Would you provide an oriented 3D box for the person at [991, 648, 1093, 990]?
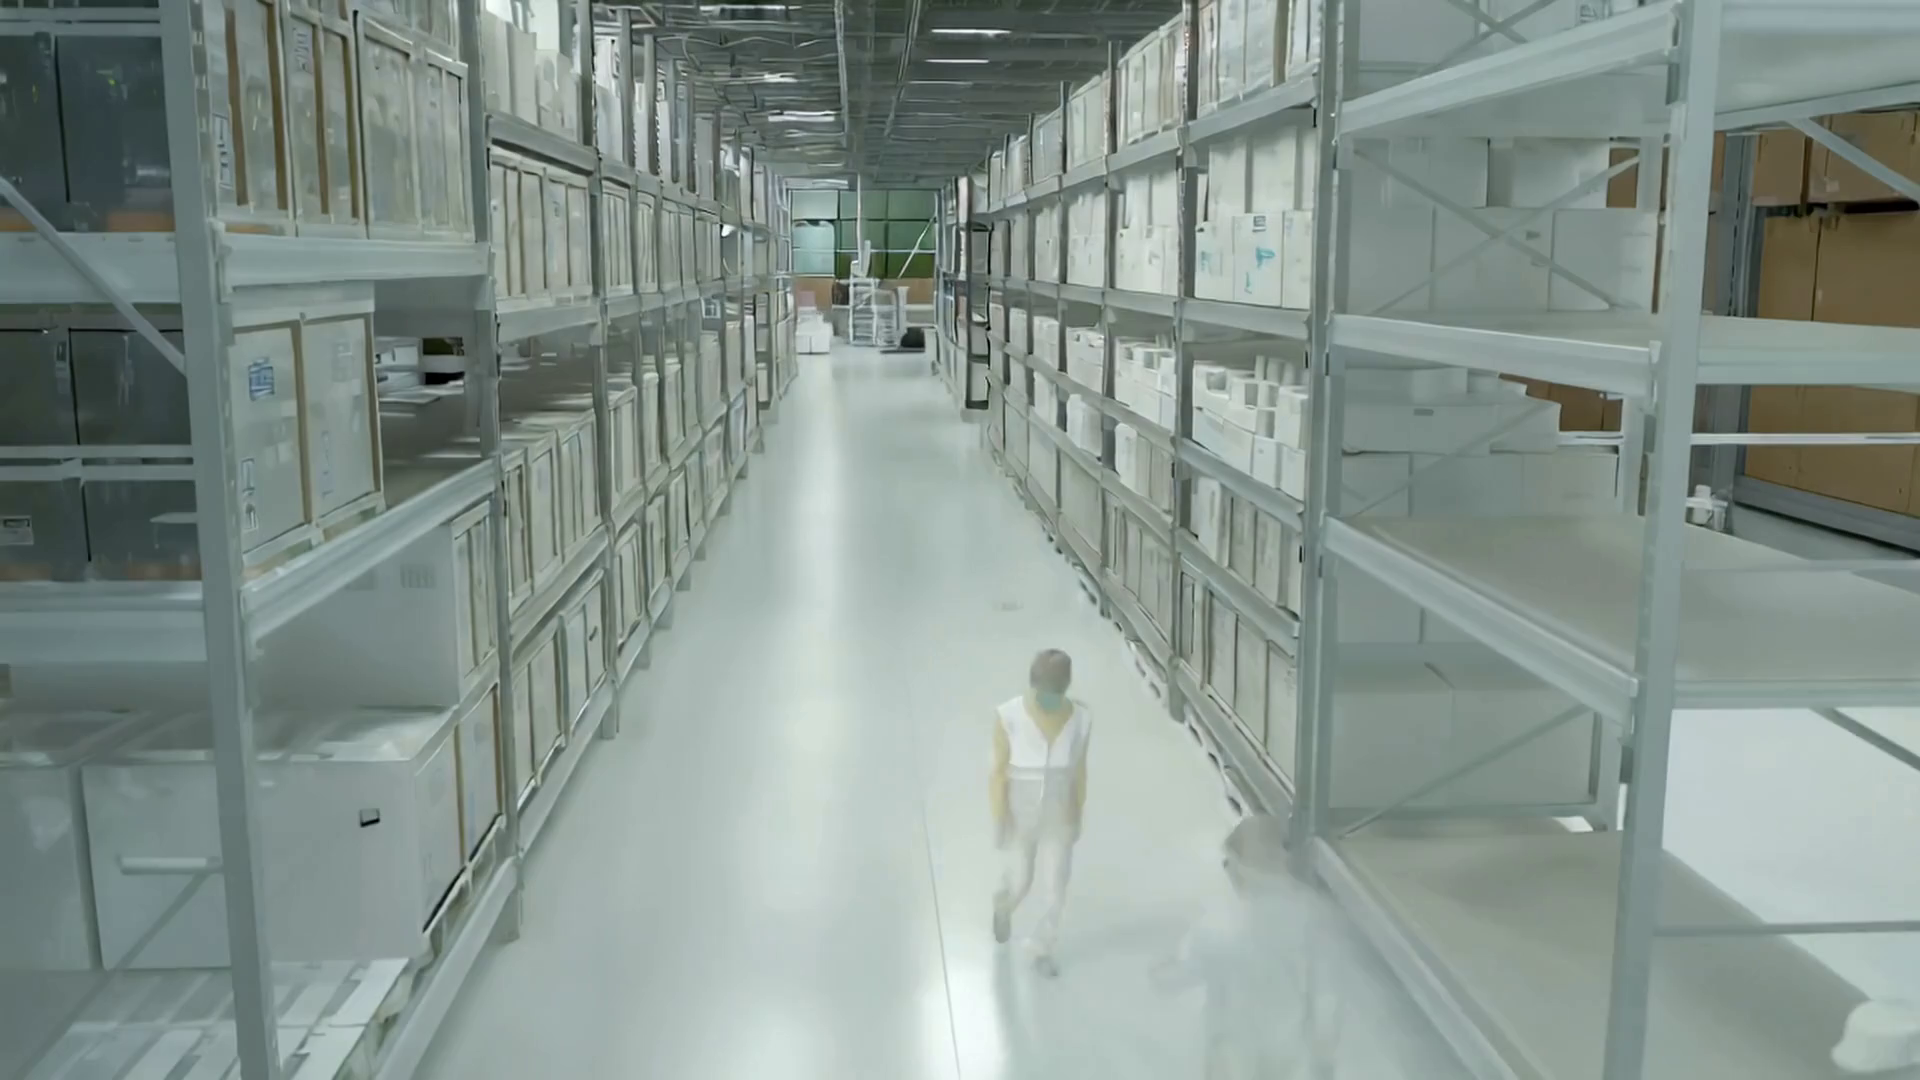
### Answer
[{"bbox_3d":[0.417,1.449,8.950,0.591,1.826,0.601,-2,10,-14],"label":"person"}]

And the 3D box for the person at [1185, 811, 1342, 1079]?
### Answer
[{"bbox_3d":[1.109,1.925,6.062,0.639,1.860,0.993,-3,10,-16],"label":"person"}]

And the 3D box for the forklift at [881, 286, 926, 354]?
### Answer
[{"bbox_3d":[-2.362,-9.128,68.992,1.873,2.768,1.129,-1,10,-3],"label":"forklift"}]

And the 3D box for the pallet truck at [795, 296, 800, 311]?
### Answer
[{"bbox_3d":[-8.622,-12.439,91.403,1.885,1.965,0.823,2,10,13],"label":"pallet truck"}]

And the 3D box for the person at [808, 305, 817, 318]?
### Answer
[{"bbox_3d":[-6.391,-9.285,72.740,0.550,1.937,0.360,9,13,43],"label":"person"}]

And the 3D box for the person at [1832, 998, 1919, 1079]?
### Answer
[{"bbox_3d":[2.774,2.170,4.931,0.760,1.730,0.558,-4,10,-24],"label":"person"}]
